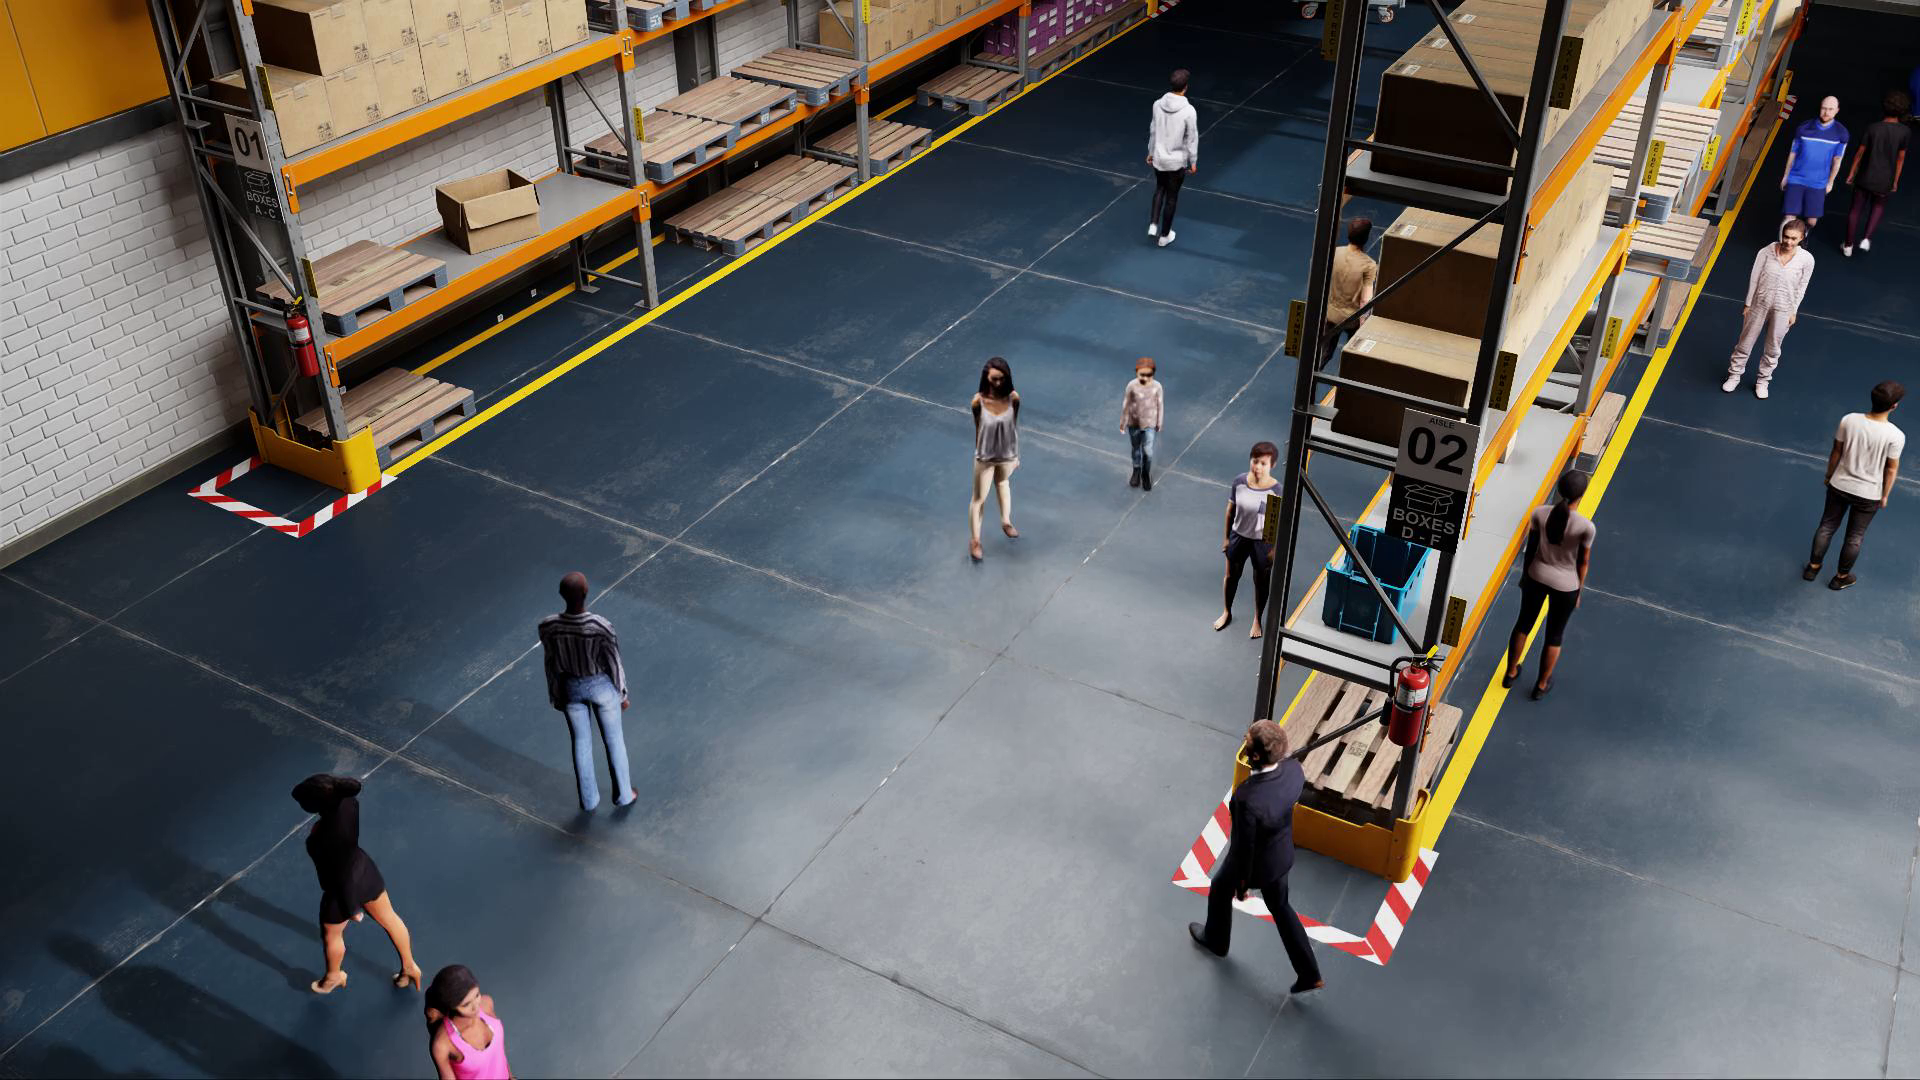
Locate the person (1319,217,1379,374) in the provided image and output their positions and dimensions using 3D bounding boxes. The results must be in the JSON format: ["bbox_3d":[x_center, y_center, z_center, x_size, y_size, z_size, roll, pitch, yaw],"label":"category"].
[{"bbox_3d":[3.327,-1.931,14.627,0.874,1.816,1.272,27,42,35],"label":"person"}]

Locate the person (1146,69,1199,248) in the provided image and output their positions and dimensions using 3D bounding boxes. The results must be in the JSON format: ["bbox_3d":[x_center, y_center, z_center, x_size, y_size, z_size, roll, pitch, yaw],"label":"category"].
[{"bbox_3d":[2.194,-4.024,17.684,0.713,1.918,0.675,20,38,27],"label":"person"}]

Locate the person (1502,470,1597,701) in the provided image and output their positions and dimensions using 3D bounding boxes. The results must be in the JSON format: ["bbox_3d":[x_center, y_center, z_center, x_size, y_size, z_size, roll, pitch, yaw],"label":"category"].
[{"bbox_3d":[4.022,0.305,11.327,0.625,1.744,0.584,25,41,33],"label":"person"}]

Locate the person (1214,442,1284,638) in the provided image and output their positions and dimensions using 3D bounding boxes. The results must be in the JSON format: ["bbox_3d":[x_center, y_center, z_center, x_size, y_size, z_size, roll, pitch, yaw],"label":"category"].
[{"bbox_3d":[2.106,-0.020,11.979,0.577,1.564,0.539,14,36,20],"label":"person"}]

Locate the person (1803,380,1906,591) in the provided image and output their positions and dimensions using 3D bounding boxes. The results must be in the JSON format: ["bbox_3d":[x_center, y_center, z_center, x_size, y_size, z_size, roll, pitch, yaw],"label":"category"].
[{"bbox_3d":[6.704,-0.419,12.437,0.630,1.722,0.683,-27,42,-35],"label":"person"}]

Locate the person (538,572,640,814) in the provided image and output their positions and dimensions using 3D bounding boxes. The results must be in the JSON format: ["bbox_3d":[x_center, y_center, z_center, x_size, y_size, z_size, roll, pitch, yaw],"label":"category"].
[{"bbox_3d":[-2.295,0.963,10.294,0.717,1.794,0.719,0,34,0],"label":"person"}]

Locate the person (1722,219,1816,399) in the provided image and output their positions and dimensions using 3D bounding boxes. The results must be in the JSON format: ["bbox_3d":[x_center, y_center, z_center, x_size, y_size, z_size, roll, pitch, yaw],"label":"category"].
[{"bbox_3d":[7.324,-2.109,15.007,0.643,1.692,0.575,15,36,21],"label":"person"}]

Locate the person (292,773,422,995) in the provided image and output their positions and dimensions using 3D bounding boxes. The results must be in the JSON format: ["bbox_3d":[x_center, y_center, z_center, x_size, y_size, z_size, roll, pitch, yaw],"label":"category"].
[{"bbox_3d":[-3.208,1.904,9.038,0.832,1.617,0.873,5,34,7],"label":"person"}]

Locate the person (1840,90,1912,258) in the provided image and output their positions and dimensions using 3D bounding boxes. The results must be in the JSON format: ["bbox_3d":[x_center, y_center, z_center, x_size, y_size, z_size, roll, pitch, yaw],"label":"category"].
[{"bbox_3d":[9.636,-3.806,17.492,0.696,1.767,0.670,12,35,17],"label":"person"}]

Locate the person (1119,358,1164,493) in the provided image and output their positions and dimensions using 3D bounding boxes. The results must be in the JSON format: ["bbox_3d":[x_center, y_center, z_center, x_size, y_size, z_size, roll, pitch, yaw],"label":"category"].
[{"bbox_3d":[1.515,-1.011,13.812,0.557,1.186,0.584,8,34,11],"label":"person"}]

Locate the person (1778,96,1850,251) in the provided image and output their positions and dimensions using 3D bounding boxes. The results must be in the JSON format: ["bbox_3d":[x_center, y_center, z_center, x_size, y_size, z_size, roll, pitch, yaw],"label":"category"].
[{"bbox_3d":[8.851,-3.758,17.368,0.684,1.824,0.877,16,37,23],"label":"person"}]

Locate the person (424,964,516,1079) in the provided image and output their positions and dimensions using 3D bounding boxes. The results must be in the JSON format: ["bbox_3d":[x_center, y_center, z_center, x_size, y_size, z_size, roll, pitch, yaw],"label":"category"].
[{"bbox_3d":[-2.274,2.625,7.857,0.621,1.724,0.483,16,37,23],"label":"person"}]

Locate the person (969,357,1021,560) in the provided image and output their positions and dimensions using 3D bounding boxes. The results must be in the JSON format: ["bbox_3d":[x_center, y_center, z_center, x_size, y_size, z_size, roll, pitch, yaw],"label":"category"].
[{"bbox_3d":[0.298,-0.609,12.790,0.839,1.648,0.761,14,36,20],"label":"person"}]

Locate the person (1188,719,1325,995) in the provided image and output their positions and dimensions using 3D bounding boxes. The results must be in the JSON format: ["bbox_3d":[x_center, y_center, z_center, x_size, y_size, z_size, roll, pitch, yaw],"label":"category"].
[{"bbox_3d":[1.705,1.759,9.104,1.169,1.786,1.041,-22,39,-29],"label":"person"}]
